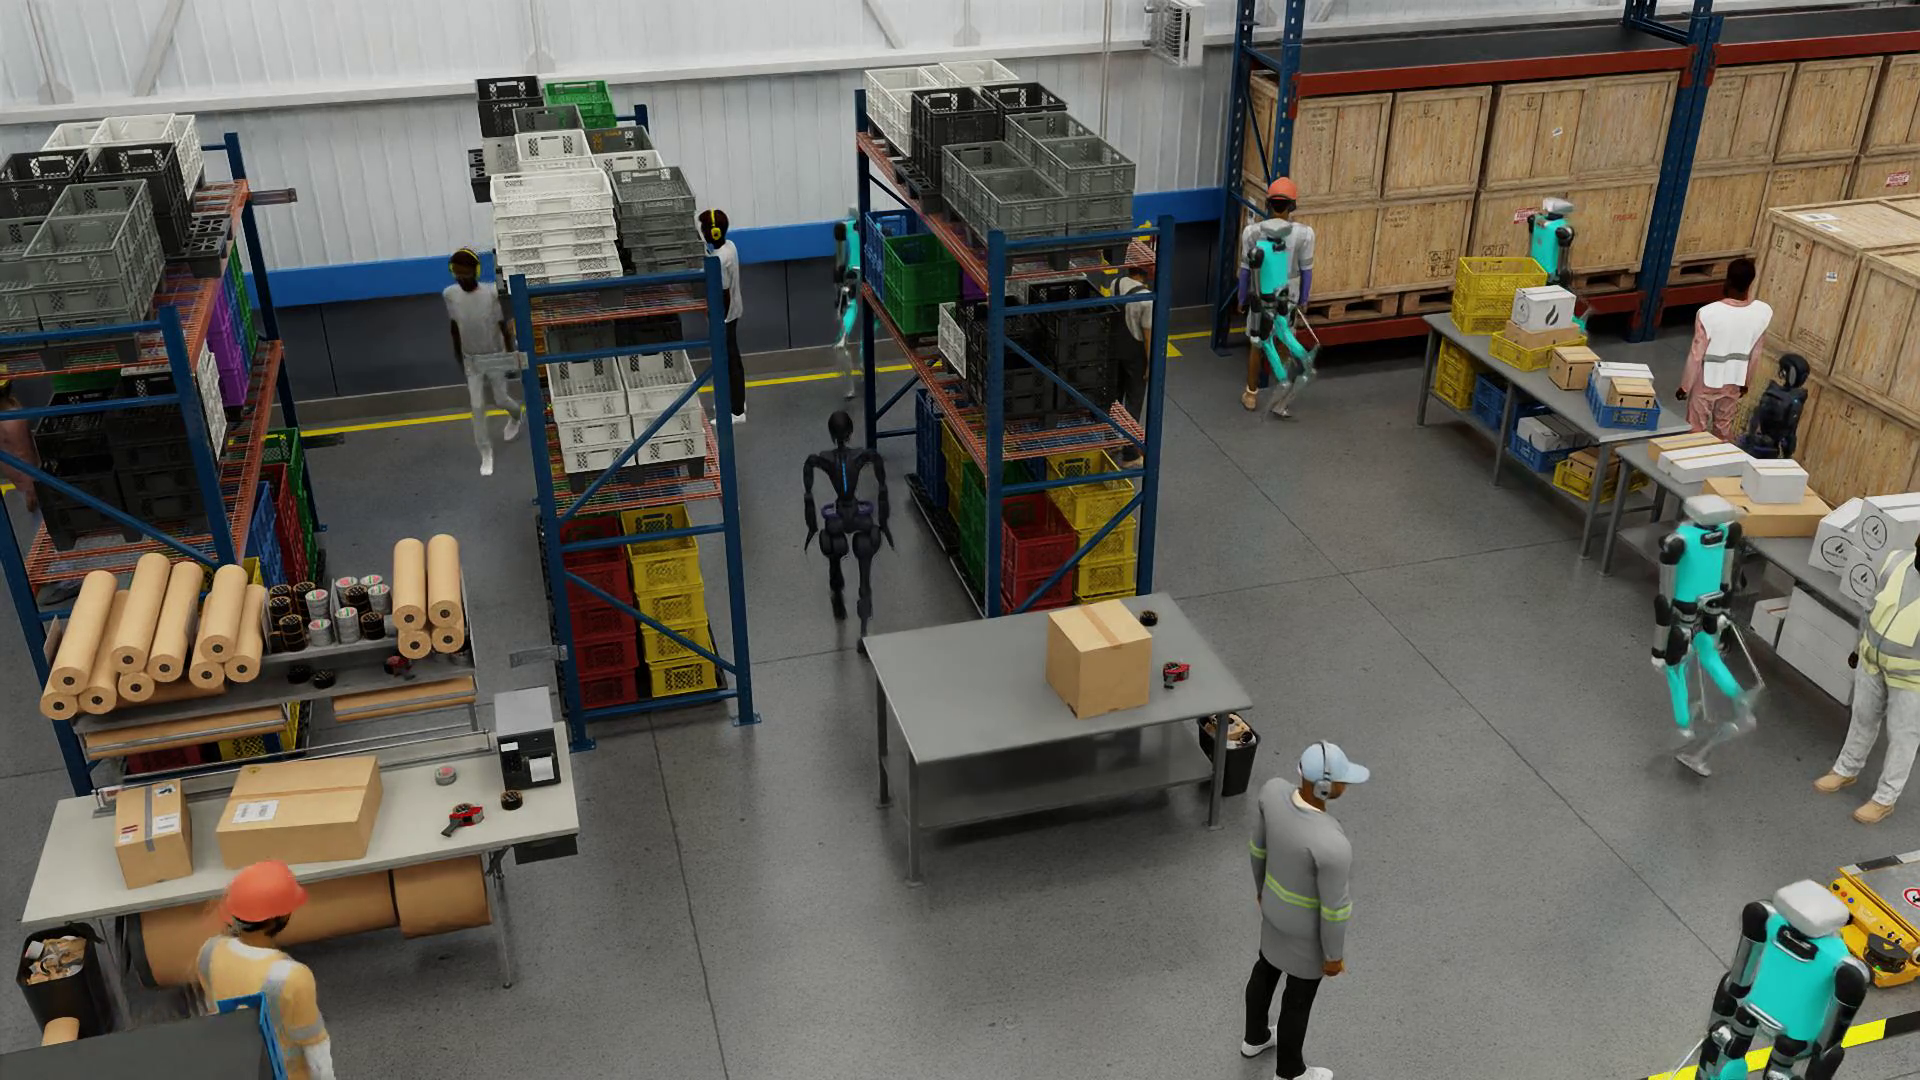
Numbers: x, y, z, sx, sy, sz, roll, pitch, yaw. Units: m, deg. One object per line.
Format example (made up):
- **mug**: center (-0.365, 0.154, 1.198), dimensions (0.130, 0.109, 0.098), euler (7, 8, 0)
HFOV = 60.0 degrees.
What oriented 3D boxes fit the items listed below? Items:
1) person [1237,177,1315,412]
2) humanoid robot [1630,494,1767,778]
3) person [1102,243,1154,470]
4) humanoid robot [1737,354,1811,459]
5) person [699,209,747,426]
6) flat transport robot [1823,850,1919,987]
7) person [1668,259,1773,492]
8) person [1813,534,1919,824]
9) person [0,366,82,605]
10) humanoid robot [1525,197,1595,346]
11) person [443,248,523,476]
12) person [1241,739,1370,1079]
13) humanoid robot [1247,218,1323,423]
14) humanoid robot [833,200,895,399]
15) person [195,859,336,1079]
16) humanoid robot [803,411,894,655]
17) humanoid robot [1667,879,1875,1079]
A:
- **person**: center (2.651, -2.057, 14.075), dimensions (0.604, 2.033, 0.387), euler (4, 29, 7)
- **humanoid robot**: center (4.264, 0.681, 9.421), dimensions (0.540, 1.797, 0.792), euler (-12, 31, -20)
- **person**: center (1.356, -1.454, 13.184), dimensions (0.345, 1.837, 0.500), euler (-19, 34, -30)
- **humanoid robot**: center (5.610, -0.552, 11.698), dimensions (0.612, 1.645, 0.390), euler (-17, 33, -28)
- **person**: center (-1.980, -1.856, 13.881), dimensions (0.329, 1.866, 0.510), euler (-1, 29, -1)
- **flat transport robot**: center (5.163, 1.916, 8.676), dimensions (1.431, 0.231, 0.659), euler (-8, 30, -14)
- **person**: center (5.759, -1.207, 12.648), dimensions (0.591, 1.916, 0.392), euler (-5, 29, -9)
- **person**: center (5.213, 0.720, 9.230), dimensions (0.429, 1.837, 0.622), euler (-11, 31, -19)
- **person**: center (-6.371, -0.394, 11.322), dimensions (0.326, 1.767, 0.530), euler (-17, 33, -28)
- **humanoid robot**: center (5.263, -2.105, 14.527), dimensions (0.747, 1.840, 0.540), euler (-9, 30, -16)
- **person**: center (-3.766, -1.490, 13.236), dimensions (0.521, 1.844, 0.737), euler (0, 29, 0)
- **person**: center (1.542, 1.675, 7.471), dimensions (0.385, 1.849, 0.596), euler (-13, 32, -23)
- **humanoid robot**: center (2.728, -1.728, 13.814), dimensions (0.556, 1.825, 0.704), euler (-26, 38, -38)
- **humanoid robot**: center (-0.882, -1.940, 14.244), dimensions (0.530, 1.767, 1.059), euler (5, 29, 9)
- **person**: center (-2.740, 2.136, 6.580), dimensions (0.554, 1.900, 0.656), euler (13, 31, 23)
- **humanoid robot**: center (-0.734, -0.094, 10.918), dimensions (0.595, 1.620, 0.796), euler (-4, 29, -7)
- **humanoid robot**: center (3.046, 2.218, 6.639), dimensions (0.787, 1.814, 0.557), euler (-14, 32, -24)
